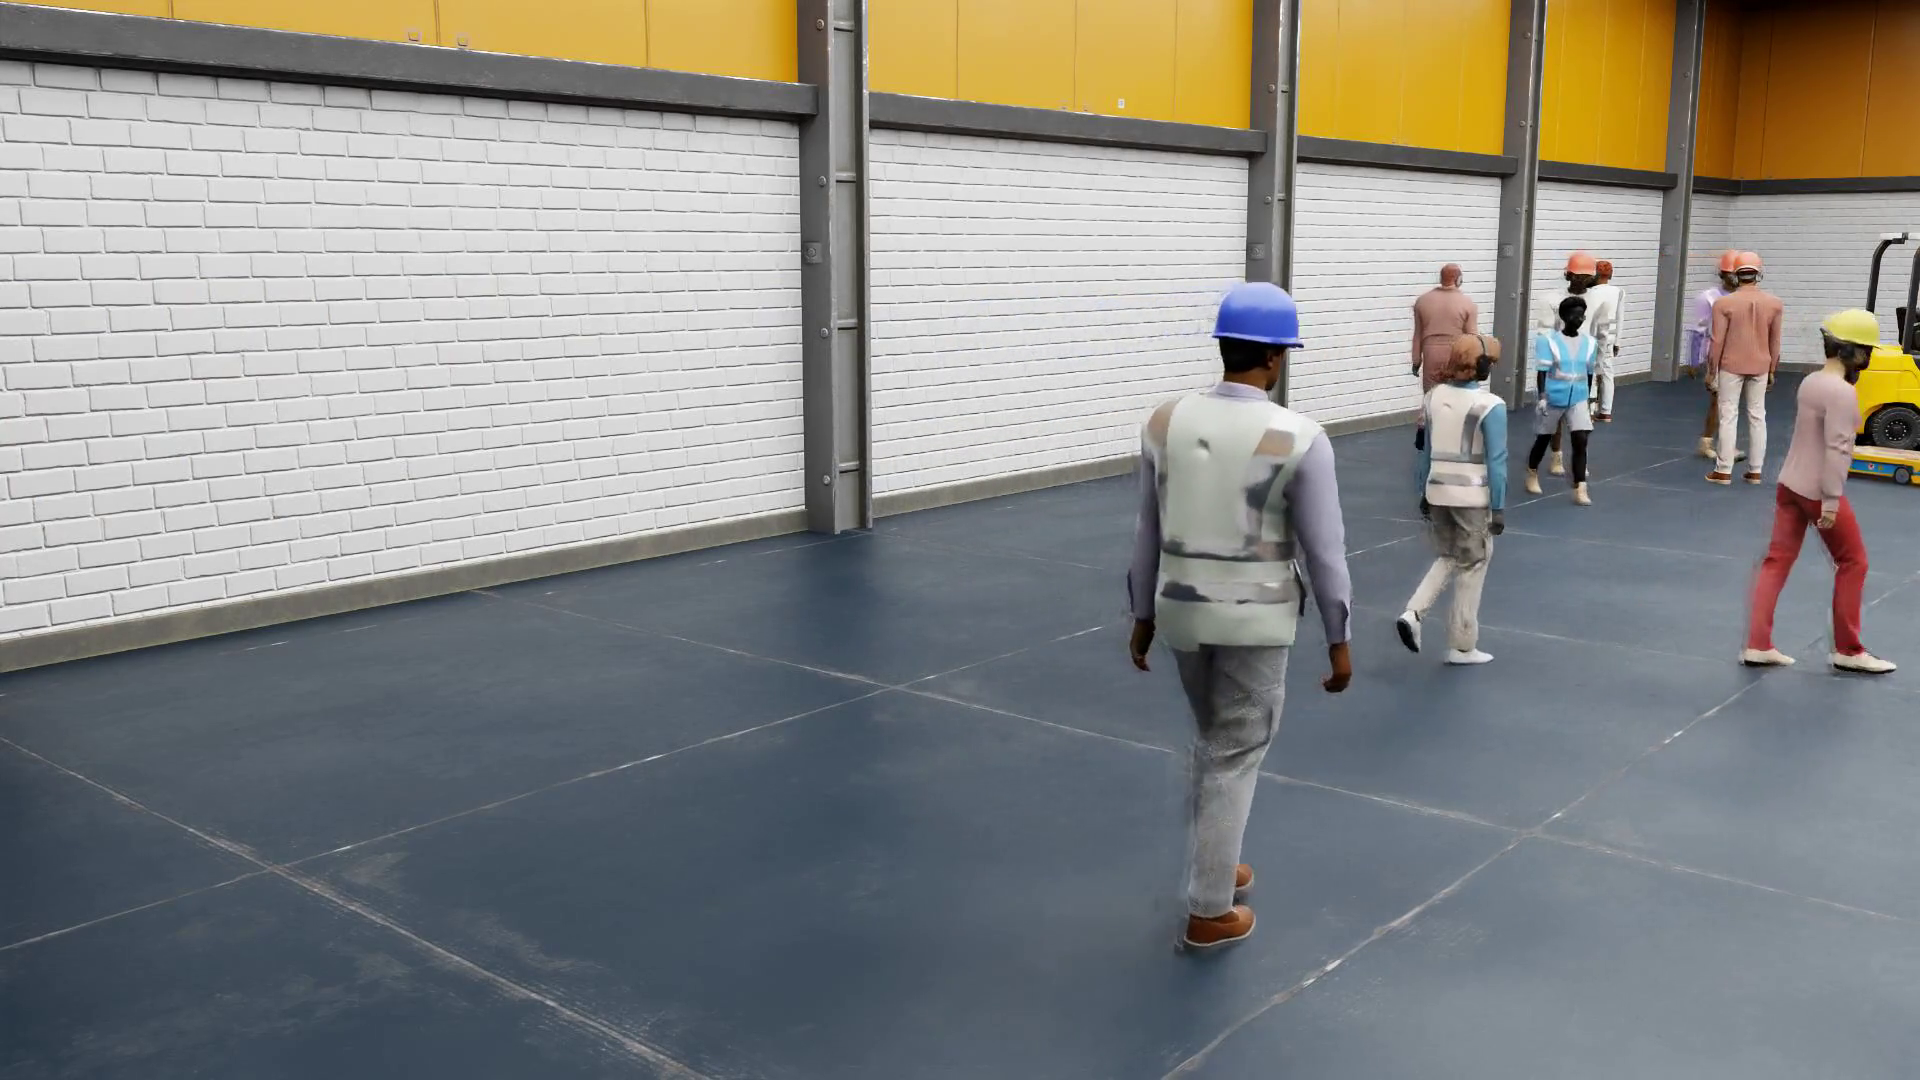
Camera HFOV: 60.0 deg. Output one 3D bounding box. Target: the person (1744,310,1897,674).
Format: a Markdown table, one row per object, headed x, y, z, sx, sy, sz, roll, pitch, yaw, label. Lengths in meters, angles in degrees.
| x | y | z | sx | sy | sz | roll | pitch | yaw | label |
| --- | --- | --- | --- | --- | --- | --- | --- | --- | --- |
| 4.157 | -0.221 | 7.916 | 0.743 | 1.727 | 0.546 | 0 | 10 | 2 | person |

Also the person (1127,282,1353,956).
| x | y | z | sx | sy | sz | roll | pitch | yaw | label |
| --- | --- | --- | --- | --- | --- | --- | --- | --- | --- |
| 0.864 | 0.223 | 4.851 | 0.658 | 1.924 | 0.700 | 9 | 14 | 42 | person |

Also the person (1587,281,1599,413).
| x | y | z | sx | sy | sz | roll | pitch | yaw | label |
| --- | --- | --- | --- | --- | --- | --- | --- | --- | --- |
| 7.719 | -2.406 | 20.512 | 0.530 | 1.689 | 0.321 | 3 | 10 | 14 | person |

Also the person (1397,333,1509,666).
| x | y | z | sx | sy | sz | roll | pitch | yaw | label |
| --- | --- | --- | --- | --- | --- | --- | --- | --- | --- |
| 2.398 | -0.183 | 8.018 | 0.423 | 1.622 | 0.531 | -5 | 11 | -27 | person |

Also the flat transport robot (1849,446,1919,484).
| x | y | z | sx | sy | sz | roll | pitch | yaw | label |
| --- | --- | --- | --- | --- | --- | --- | --- | --- | --- |
| 8.218 | -0.674 | 14.680 | 0.652 | 0.197 | 1.431 | -5 | 11 | -27 | flat transport robot |

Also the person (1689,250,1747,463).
| x | y | z | sx | sy | sz | roll | pitch | yaw | label |
| --- | --- | --- | --- | --- | --- | --- | --- | --- | --- |
| 7.252 | -1.698 | 15.607 | 0.612 | 1.994 | 0.984 | -1 | 10 | -8 | person |

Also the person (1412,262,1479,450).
| x | y | z | sx | sy | sz | roll | pitch | yaw | label |
| --- | --- | --- | --- | --- | --- | --- | --- | --- | --- |
| 4.746 | -1.767 | 16.294 | 0.660 | 1.886 | 0.547 | 7 | 12 | 34 | person |

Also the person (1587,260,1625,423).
| x | y | z | sx | sy | sz | roll | pitch | yaw | label |
| --- | --- | --- | --- | --- | --- | --- | --- | --- | --- |
| 7.433 | -2.303 | 19.364 | 0.584 | 1.882 | 0.346 | -3 | 10 | -16 | person |

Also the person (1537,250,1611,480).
| x | y | z | sx | sy | sz | roll | pitch | yaw | label |
| --- | --- | --- | --- | --- | --- | --- | --- | --- | --- |
| 5.373 | -1.526 | 14.615 | 0.617 | 2.001 | 0.778 | 2 | 10 | 12 | person |

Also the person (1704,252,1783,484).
| x | y | z | sx | sy | sz | roll | pitch | yaw | label |
| --- | --- | --- | --- | --- | --- | --- | --- | --- | --- |
| 6.716 | -1.469 | 14.305 | 0.612 | 1.991 | 0.392 | 0 | 10 | 0 | person |

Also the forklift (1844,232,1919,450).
| x | y | z | sx | sy | sz | roll | pitch | yaw | label |
| --- | --- | --- | --- | --- | --- | --- | --- | --- | --- |
| 9.955 | -1.972 | 16.595 | 2.313 | 2.155 | 1.214 | 1 | 10 | 8 | forklift |

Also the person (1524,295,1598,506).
| x | y | z | sx | sy | sz | roll | pitch | yaw | label |
| --- | --- | --- | --- | --- | --- | --- | --- | --- | --- |
| 4.835 | -1.142 | 13.399 | 0.532 | 1.659 | 0.863 | 0 | 10 | -3 | person |
